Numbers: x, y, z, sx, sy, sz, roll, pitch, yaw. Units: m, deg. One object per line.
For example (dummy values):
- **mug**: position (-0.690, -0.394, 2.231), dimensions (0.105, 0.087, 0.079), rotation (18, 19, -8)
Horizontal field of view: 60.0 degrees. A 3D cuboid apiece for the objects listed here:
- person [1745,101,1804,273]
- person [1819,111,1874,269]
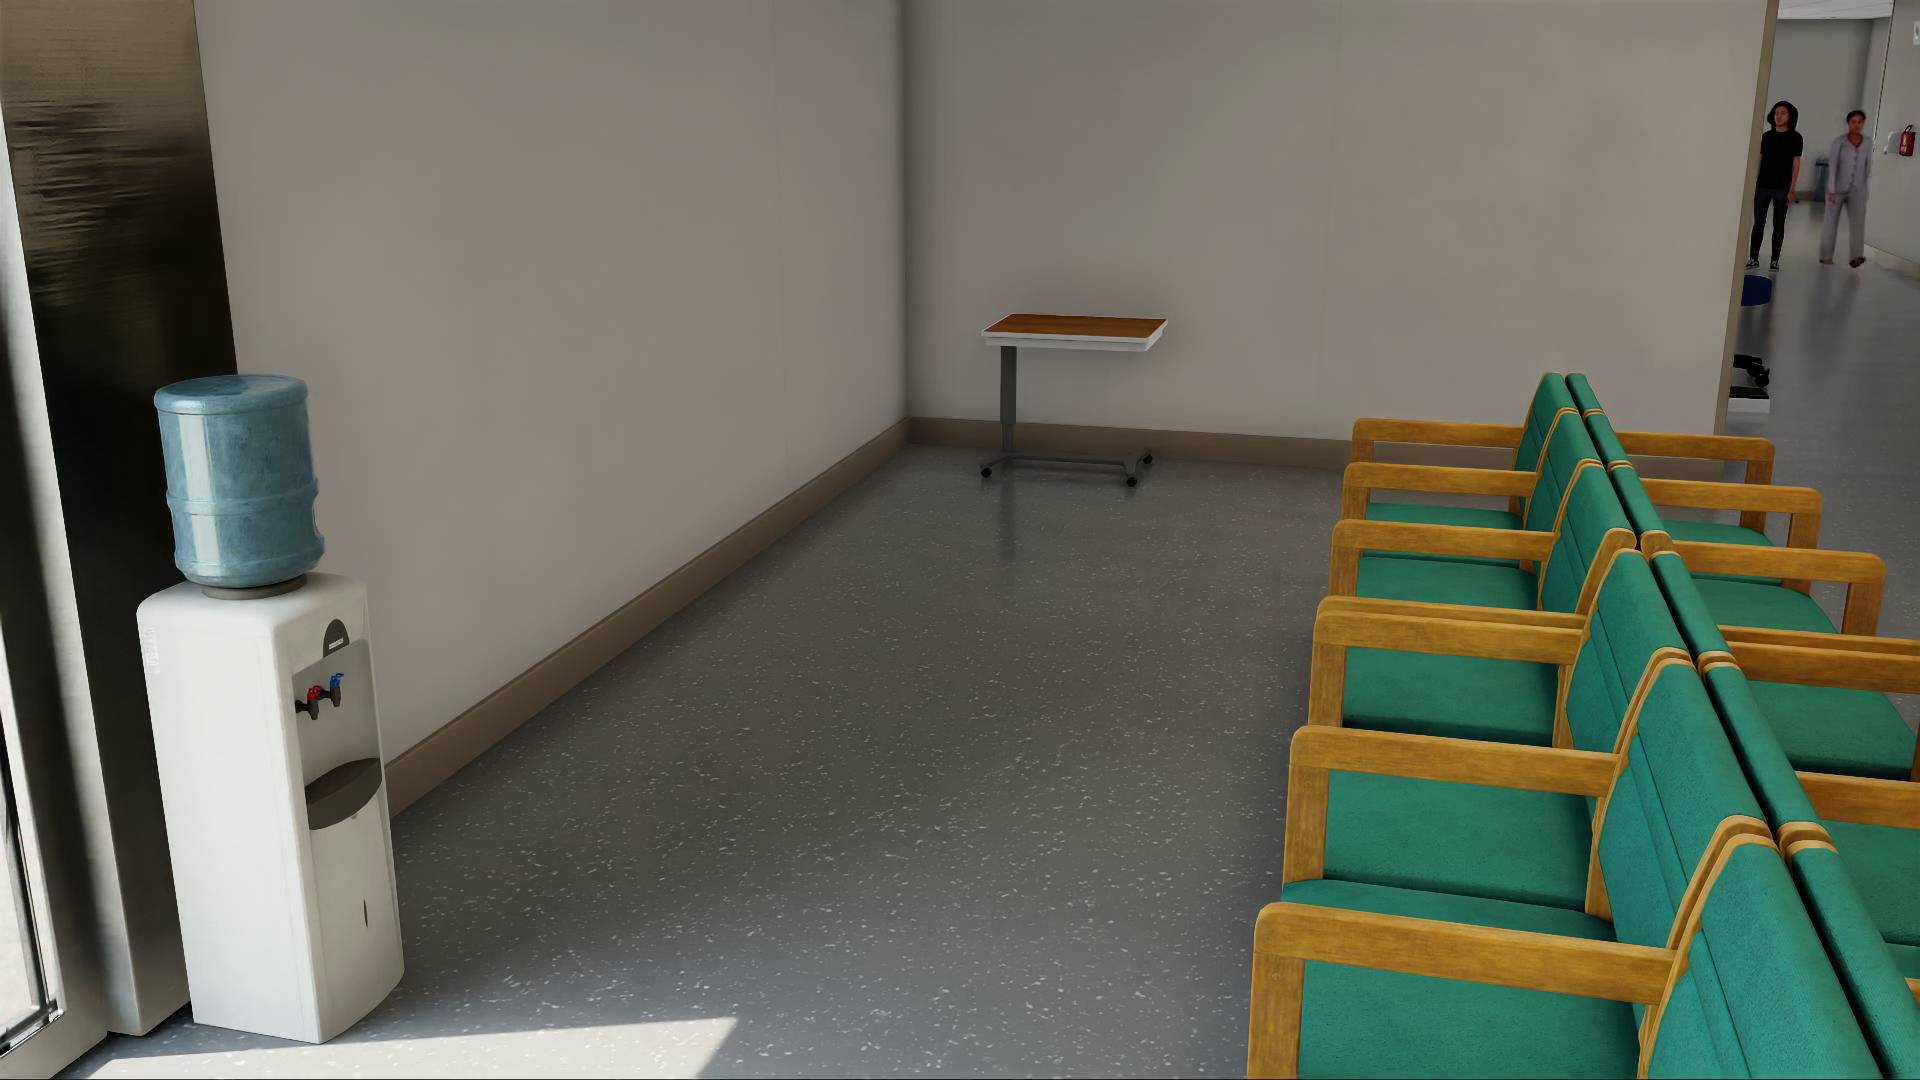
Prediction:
- **person**: position (9.017, -3.927, 18.410), dimensions (0.615, 1.836, 0.762), rotation (12, 20, 37)
- **person**: position (9.842, -3.889, 18.568), dimensions (1.045, 1.689, 0.740), rotation (3, 16, 9)
